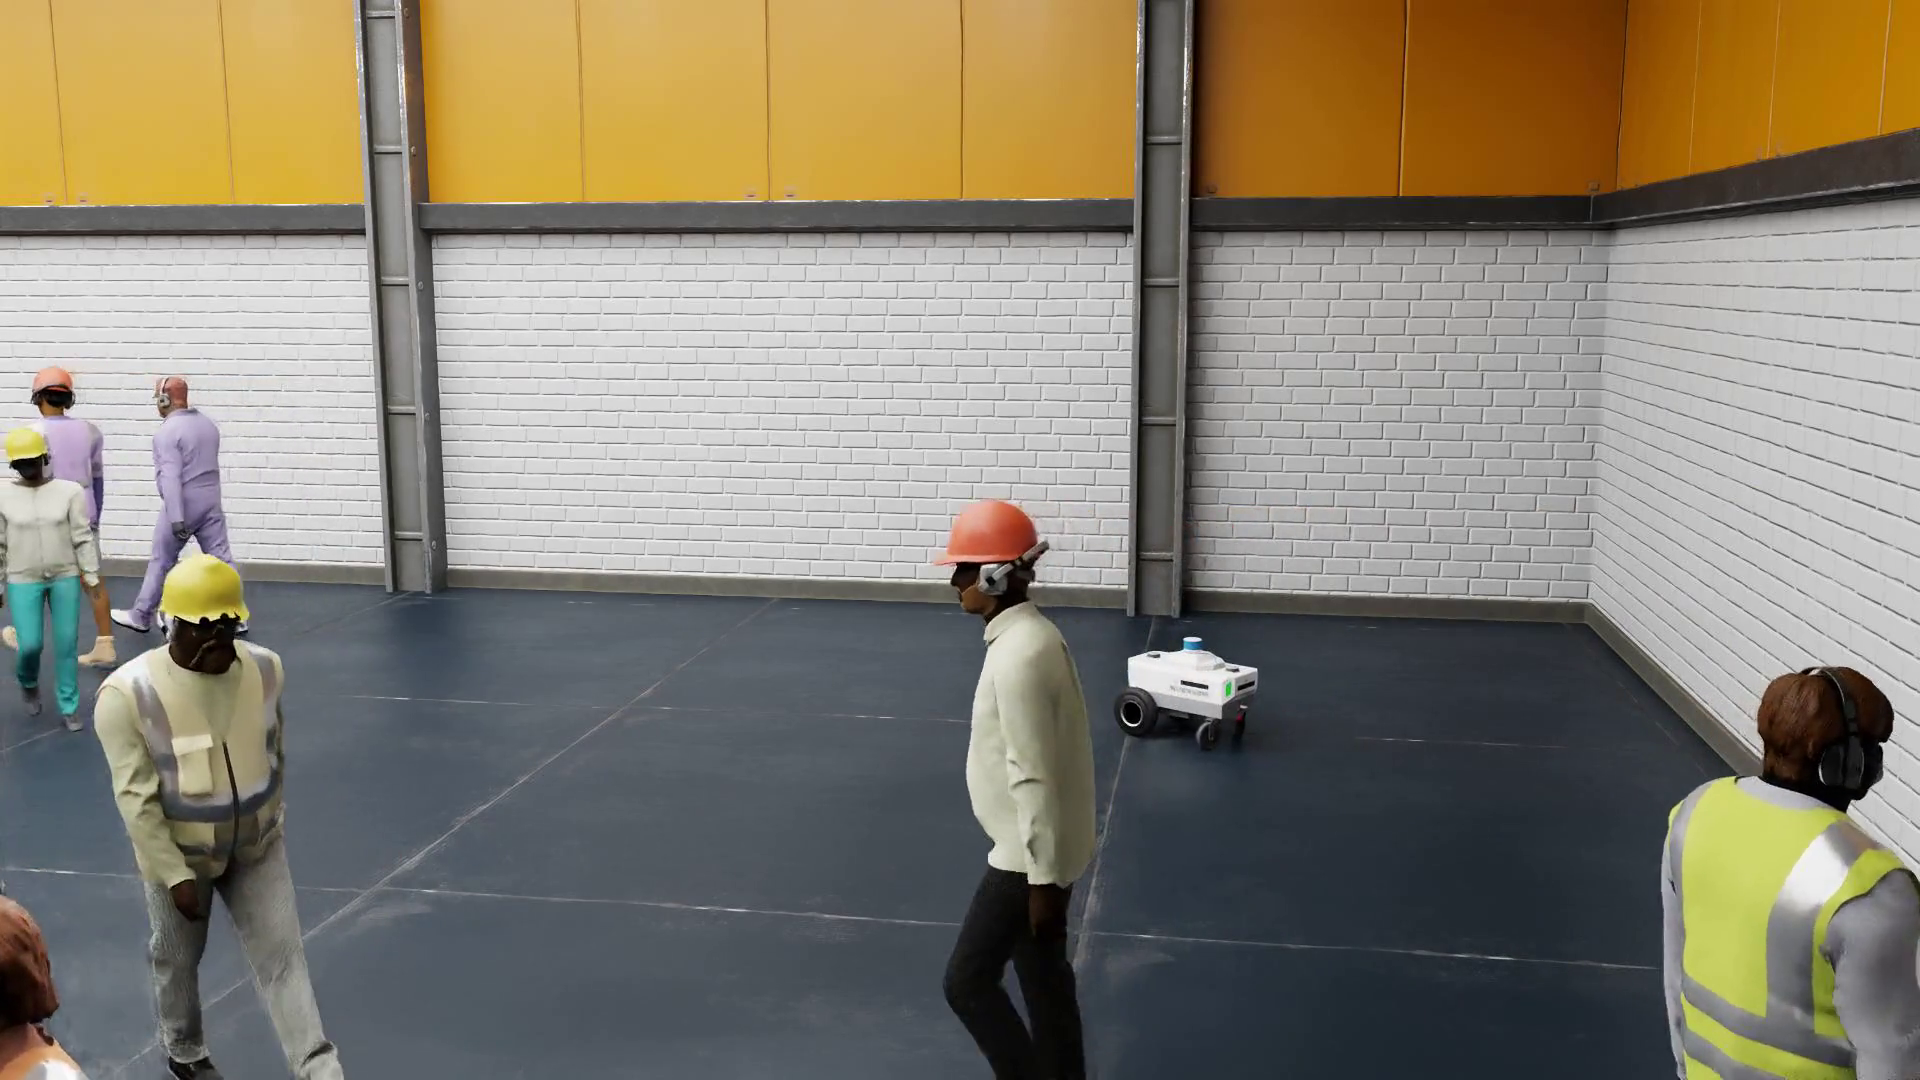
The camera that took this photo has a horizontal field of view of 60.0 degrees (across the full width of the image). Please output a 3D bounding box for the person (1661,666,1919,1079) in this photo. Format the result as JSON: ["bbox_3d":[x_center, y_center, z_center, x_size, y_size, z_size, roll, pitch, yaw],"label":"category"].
[{"bbox_3d":[1.699,1.153,3.385,0.429,1.844,0.634,-2,9,-11],"label":"person"}]

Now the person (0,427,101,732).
[{"bbox_3d":[-5.184,0.221,9.407,0.541,1.749,0.463,-7,12,-37],"label":"person"}]

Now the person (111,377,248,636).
[{"bbox_3d":[-5.557,-0.227,11.826,1.015,1.850,0.641,2,9,14],"label":"person"}]

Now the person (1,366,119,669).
[{"bbox_3d":[-5.964,-0.148,10.962,1.066,1.974,0.623,5,10,28],"label":"person"}]

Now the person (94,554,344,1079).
[{"bbox_3d":[-2.219,0.922,4.971,0.981,1.772,0.570,8,12,42],"label":"person"}]

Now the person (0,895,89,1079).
[{"bbox_3d":[-1.579,1.360,2.859,0.534,1.597,0.866,9,13,44],"label":"person"}]

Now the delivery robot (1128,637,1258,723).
[{"bbox_3d":[1.296,0.786,9.280,0.707,0.478,0.477,8,12,40],"label":"delivery robot"}]

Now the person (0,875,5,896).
[{"bbox_3d":[-3.066,1.009,4.819,0.853,1.655,0.565,7,11,36],"label":"person"}]

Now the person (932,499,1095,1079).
[{"bbox_3d":[0.158,0.870,4.722,0.508,1.966,0.659,1,9,9],"label":"person"}]
